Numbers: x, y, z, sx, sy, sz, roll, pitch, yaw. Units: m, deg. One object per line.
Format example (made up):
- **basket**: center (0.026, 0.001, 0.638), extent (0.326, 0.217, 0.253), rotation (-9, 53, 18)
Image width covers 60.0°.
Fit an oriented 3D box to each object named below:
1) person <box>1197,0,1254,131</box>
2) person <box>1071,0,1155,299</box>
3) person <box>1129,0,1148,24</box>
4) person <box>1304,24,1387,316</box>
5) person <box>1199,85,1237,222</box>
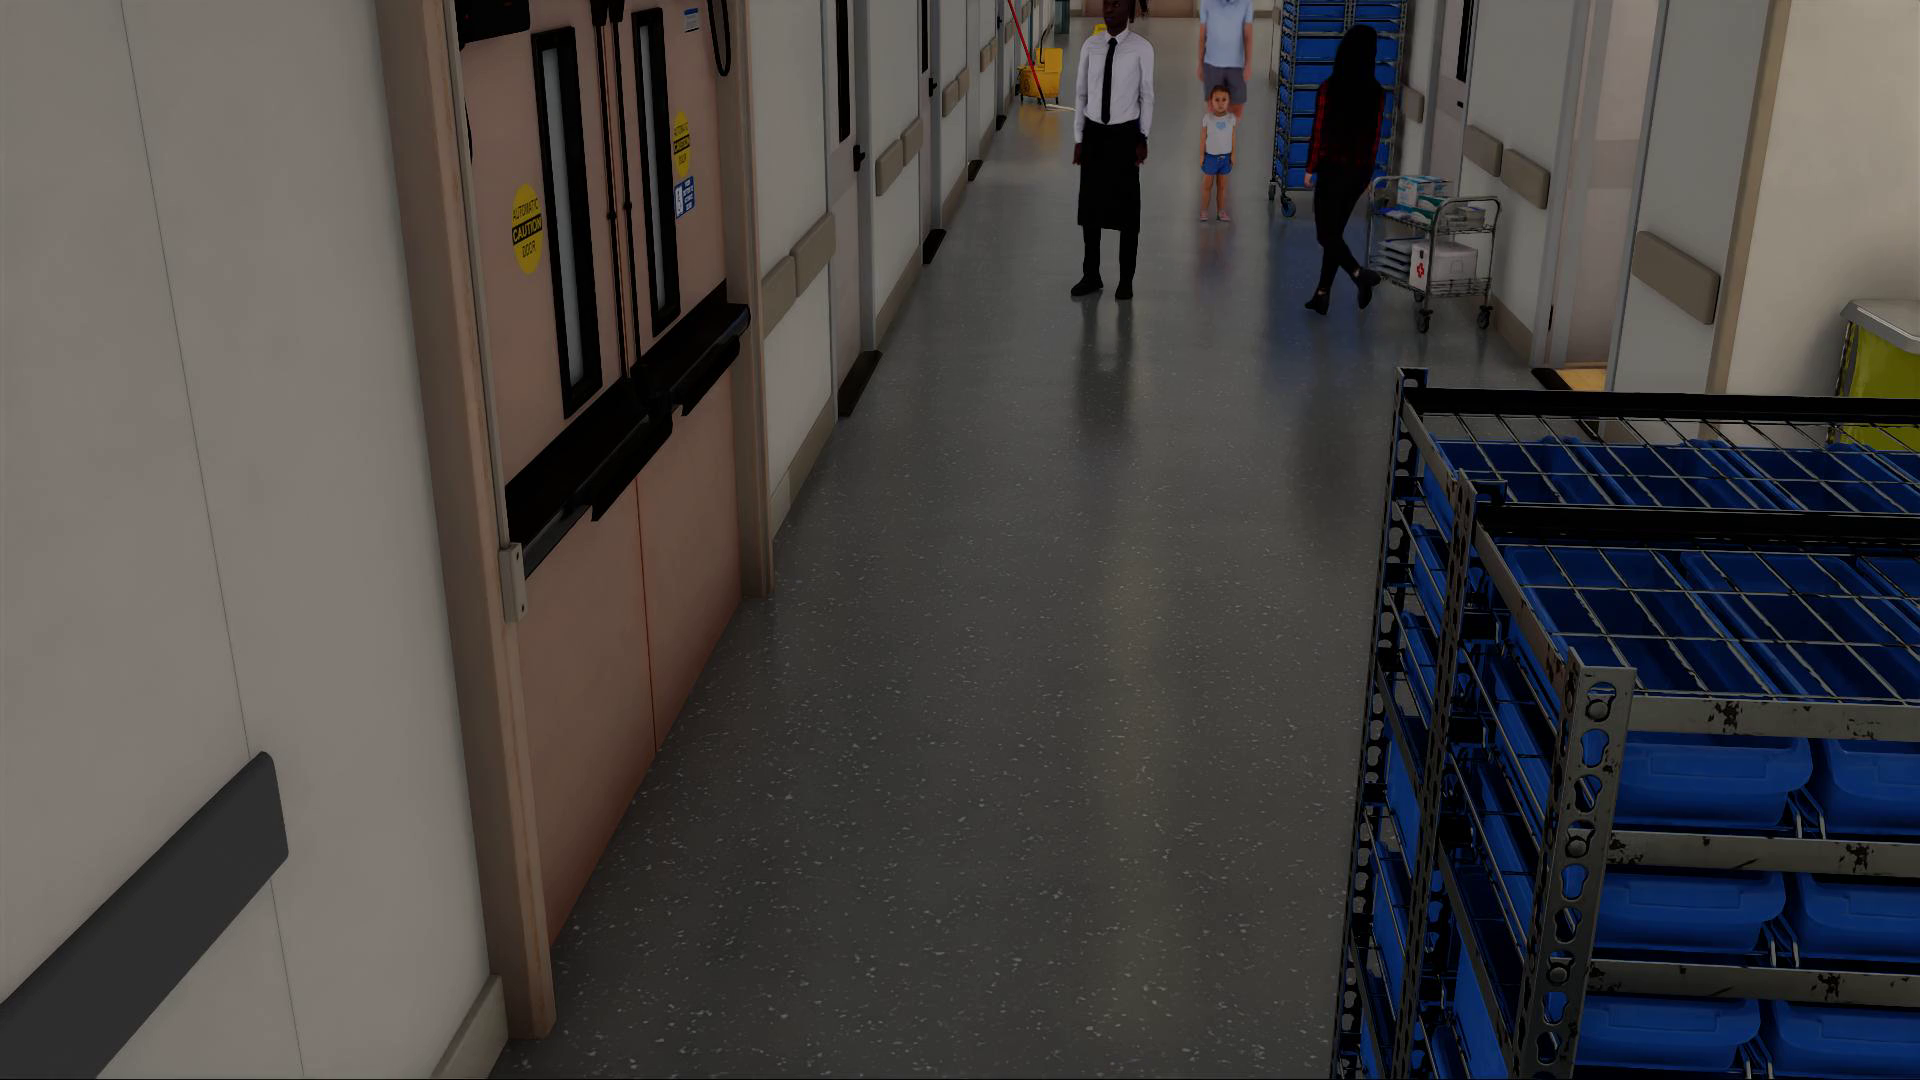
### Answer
- **person**: center (2.412, -4.291, 15.115), extent (0.674, 1.809, 1.060), rotation (3, 21, 7)
- **person**: center (0.932, -2.418, 10.130), extent (0.697, 1.837, 0.638), rotation (8, 22, 20)
- **person**: center (3.738, -11.723, 34.979), extent (0.689, 1.638, 0.940), rotation (6, 22, 16)
- **person**: center (2.219, -2.046, 9.432), extent (0.841, 1.636, 0.990), rotation (-9, 23, -22)
- **person**: center (1.968, -2.955, 12.703), extent (0.435, 1.019, 0.439), rotation (0, 21, -1)
